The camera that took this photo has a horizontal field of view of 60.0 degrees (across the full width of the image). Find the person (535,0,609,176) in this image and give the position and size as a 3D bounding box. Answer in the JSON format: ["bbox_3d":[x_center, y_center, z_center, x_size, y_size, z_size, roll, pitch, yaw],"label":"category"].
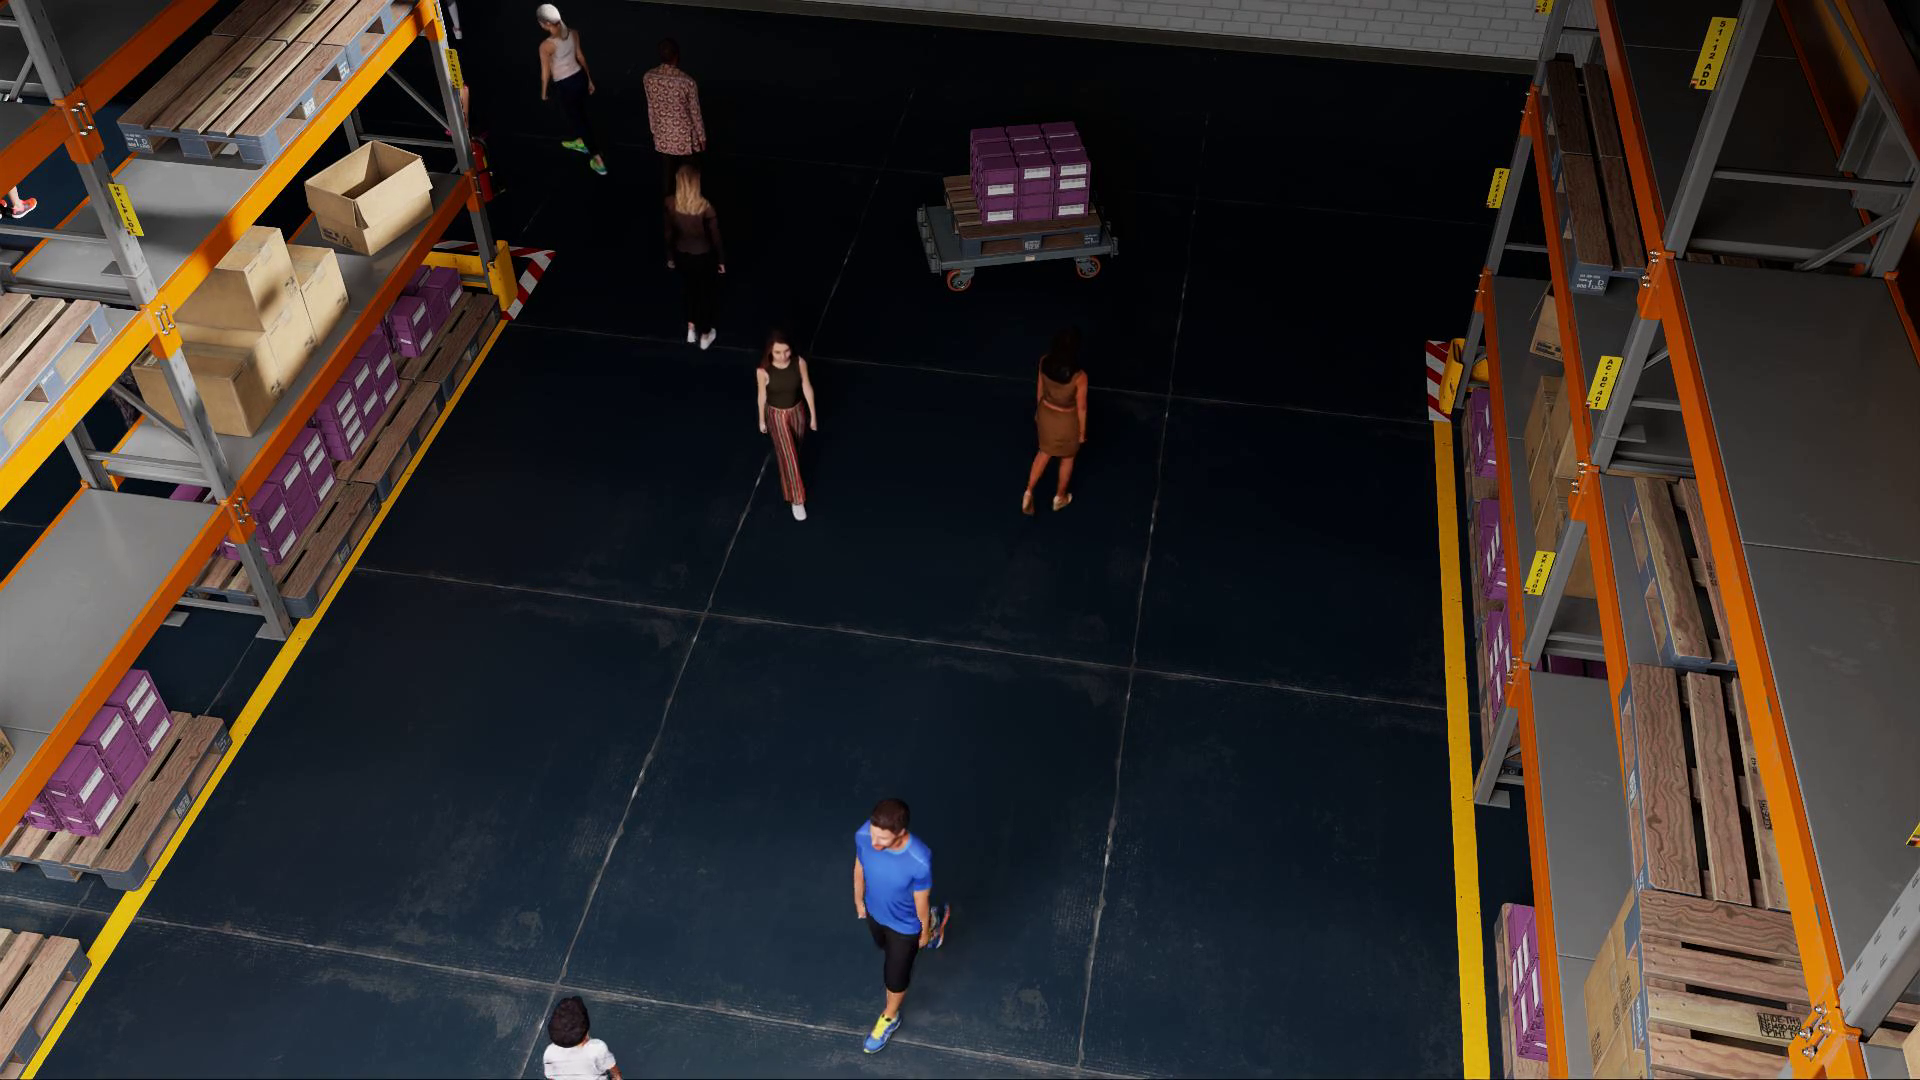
[{"bbox_3d":[-3.529,-4.085,15.271,0.930,1.664,0.945,32,52,29],"label":"person"}]

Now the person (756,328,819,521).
[{"bbox_3d":[-1.282,-0.954,12.082,0.908,1.530,1.145,-14,45,-15],"label":"person"}]

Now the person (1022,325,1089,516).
[{"bbox_3d":[0.661,-0.780,11.795,0.774,1.673,0.908,27,50,26],"label":"person"}]

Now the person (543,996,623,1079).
[{"bbox_3d":[-1.899,2.772,8.374,0.556,1.250,0.560,-5,44,-6],"label":"person"}]

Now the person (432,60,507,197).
[{"bbox_3d":[-4.396,-3.729,15.001,1.035,1.521,0.901,-32,52,-29],"label":"person"}]

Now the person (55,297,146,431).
[{"bbox_3d":[-6.255,-1.223,12.236,0.574,1.707,0.611,8,44,8],"label":"person"}]

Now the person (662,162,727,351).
[{"bbox_3d":[-2.144,-2.200,13.269,0.655,1.696,0.633,10,45,11],"label":"person"}]

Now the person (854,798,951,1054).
[{"bbox_3d":[-0.290,1.920,8.837,0.930,1.844,1.206,25,49,24],"label":"person"}]

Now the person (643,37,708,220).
[{"bbox_3d":[-2.480,-3.527,14.586,0.697,1.801,0.613,11,45,11],"label":"person"}]
